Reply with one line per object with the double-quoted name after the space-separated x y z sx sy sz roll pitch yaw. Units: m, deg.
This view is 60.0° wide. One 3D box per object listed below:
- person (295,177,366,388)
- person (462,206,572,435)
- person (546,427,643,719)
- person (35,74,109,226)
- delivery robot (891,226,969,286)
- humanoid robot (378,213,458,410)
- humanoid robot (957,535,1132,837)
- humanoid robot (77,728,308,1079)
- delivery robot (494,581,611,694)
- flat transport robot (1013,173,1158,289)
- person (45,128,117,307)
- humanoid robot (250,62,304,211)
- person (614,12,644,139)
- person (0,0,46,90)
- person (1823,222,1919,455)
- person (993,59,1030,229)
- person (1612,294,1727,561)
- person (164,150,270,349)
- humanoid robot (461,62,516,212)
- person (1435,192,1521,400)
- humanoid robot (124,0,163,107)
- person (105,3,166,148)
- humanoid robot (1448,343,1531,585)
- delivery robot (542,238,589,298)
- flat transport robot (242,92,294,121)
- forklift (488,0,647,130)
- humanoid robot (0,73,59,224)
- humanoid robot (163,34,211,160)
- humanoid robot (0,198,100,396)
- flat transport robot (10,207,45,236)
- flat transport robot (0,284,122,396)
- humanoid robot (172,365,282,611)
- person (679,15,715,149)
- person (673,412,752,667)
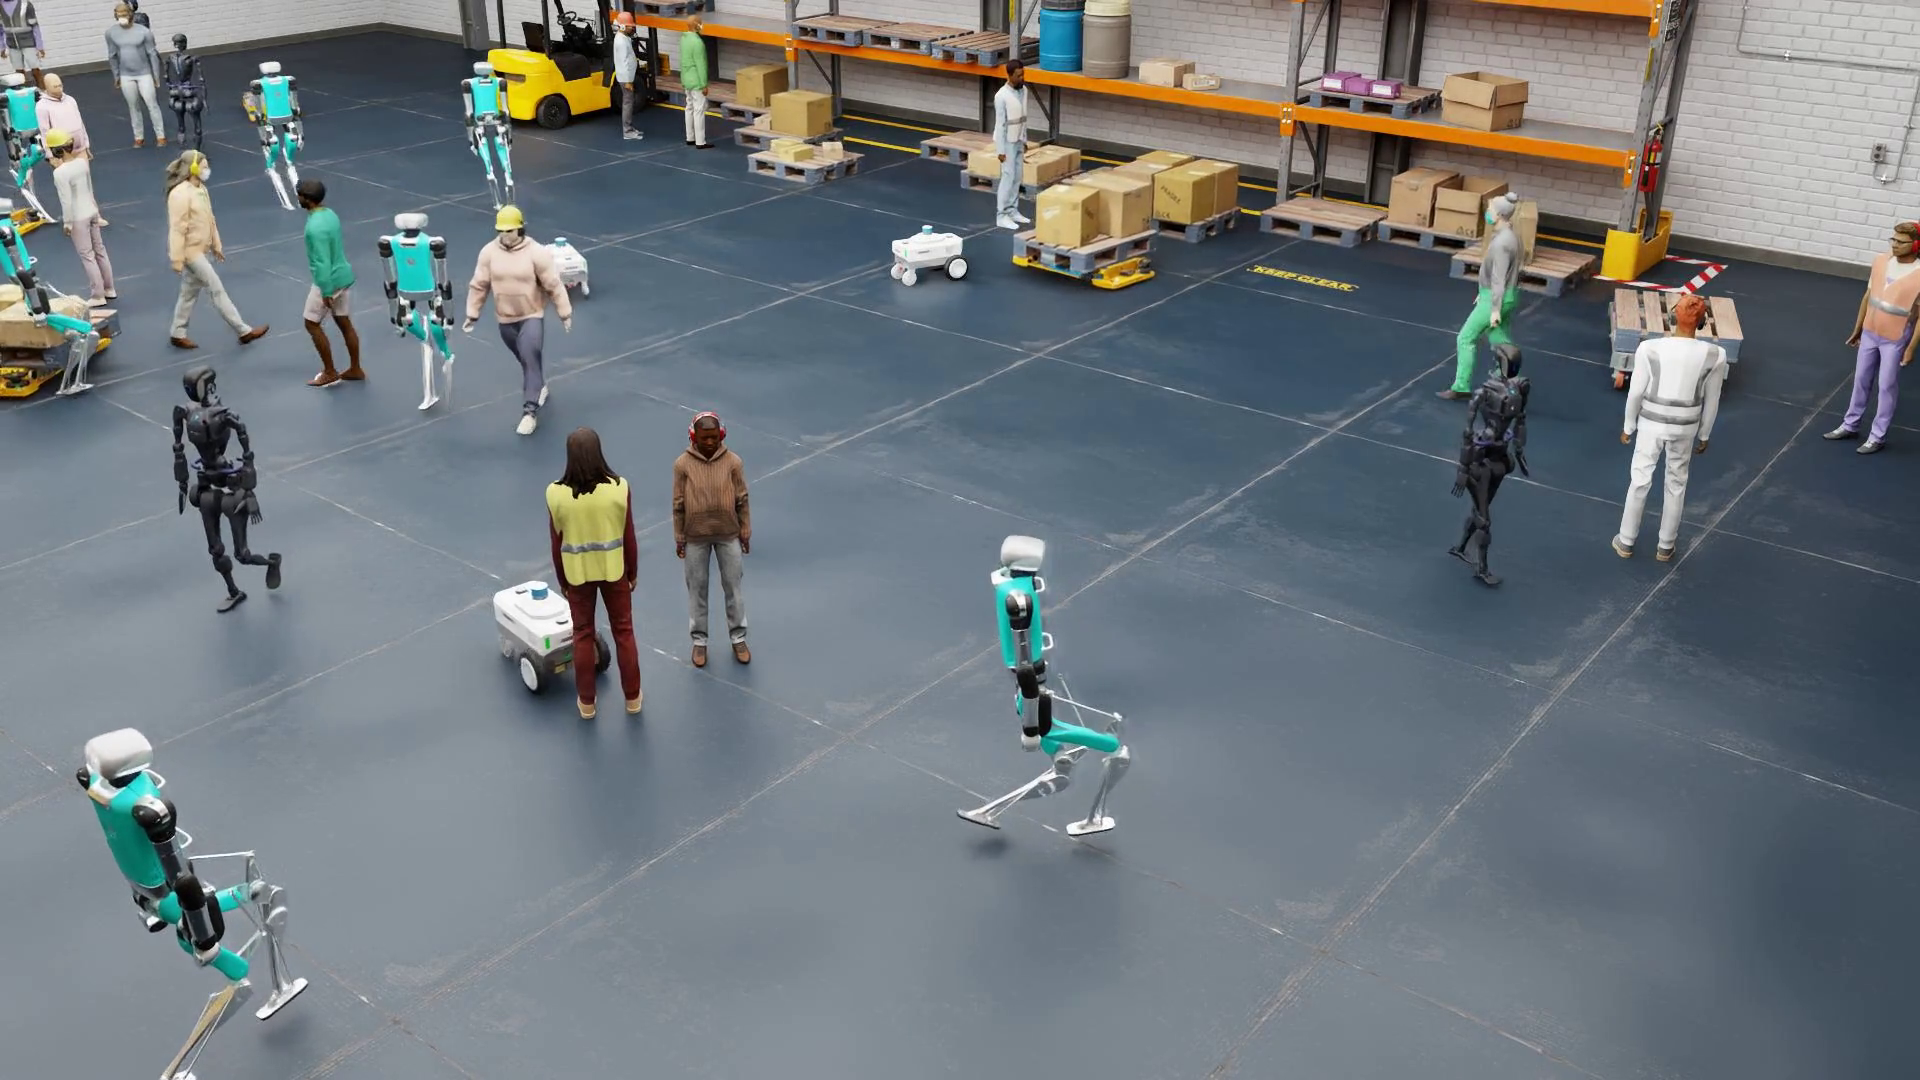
-5.536 -2.219 14.376 0.605 1.833 0.505 1 26 2 "person"
-3.597 -1.857 13.632 0.782 1.822 0.939 4 26 8 "person"
-2.053 0.208 9.424 0.470 1.765 0.365 -5 26 -11 "person"
-10.221 -4.437 19.032 0.416 1.774 0.536 14 29 27 "person"
-0.323 -2.989 17.449 0.813 0.609 0.499 -13 29 -25 "delivery robot"
-4.409 -1.859 13.808 0.539 1.850 0.747 -1 26 -3 "humanoid robot"
0.515 0.792 8.269 1.042 1.739 0.546 -1 26 -3 "humanoid robot"
-3.085 1.459 6.907 0.545 1.749 1.036 18 31 32 "humanoid robot"
-2.518 0.553 10.110 0.499 0.606 0.807 -21 33 -36 "delivery robot"
1.313 -2.951 17.681 1.431 0.231 0.659 23 34 39 "flat transport robot"
-8.712 -3.184 16.445 0.311 1.766 0.522 0 26 1 "person"
-8.143 -4.824 19.844 0.533 1.770 0.651 -19 32 -35 "humanoid robot"
-4.672 -6.539 23.422 0.347 1.739 0.571 -5 26 -11 "person"
-14.033 -7.375 24.830 0.634 2.030 0.441 -3 26 -6 "person"
7.274 -1.591 13.051 0.378 1.843 0.568 -10 27 -19 "person"
0.584 -4.572 19.160 0.402 1.909 0.604 14 29 26 "person"
4.792 -0.751 11.271 0.577 1.882 0.354 7 27 15 "person"
-6.980 -2.659 15.283 0.946 1.814 0.577 -2 26 -5 "person"
-5.464 -4.605 19.535 0.545 1.880 0.742 -12 28 -23 "humanoid robot"
4.409 -2.042 14.011 0.735 1.816 0.556 13 29 25 "person"
-12.496 -7.456 25.398 0.364 1.647 0.589 9 27 17 "humanoid robot"
-11.320 -6.379 22.867 0.625 1.936 0.370 -5 26 -10 "person"
3.577 -0.528 11.069 0.611 1.635 0.641 -14 29 -27 "humanoid robot"
-4.069 -2.791 17.042 0.499 0.613 0.811 -12 28 -24 "delivery robot"
-10.457 -6.569 25.174 0.659 0.231 1.431 -12 28 -23 "flat transport robot"
-5.874 -7.334 24.552 1.214 2.155 2.313 19 32 34 "forklift"
-10.914 -4.543 19.309 0.912 1.768 0.552 16 30 29 "humanoid robot"
-10.314 -5.872 22.110 0.598 1.641 0.392 2 26 5 "humanoid robot"
-7.684 -2.042 14.115 0.762 1.792 0.544 -18 31 -32 "humanoid robot"
-11.387 -3.624 19.076 1.431 0.231 0.659 1 26 1 "flat transport robot"
-8.324 -1.618 14.922 0.659 0.231 1.431 2 26 4 "flat transport robot"
-4.736 -0.361 10.702 0.608 1.638 0.483 6 26 12 "humanoid robot"
-3.633 -6.287 22.859 0.385 1.776 0.546 -17 30 -31 "person"
-1.486 -0.017 10.022 0.462 1.648 0.327 -4 26 -9 "person"
